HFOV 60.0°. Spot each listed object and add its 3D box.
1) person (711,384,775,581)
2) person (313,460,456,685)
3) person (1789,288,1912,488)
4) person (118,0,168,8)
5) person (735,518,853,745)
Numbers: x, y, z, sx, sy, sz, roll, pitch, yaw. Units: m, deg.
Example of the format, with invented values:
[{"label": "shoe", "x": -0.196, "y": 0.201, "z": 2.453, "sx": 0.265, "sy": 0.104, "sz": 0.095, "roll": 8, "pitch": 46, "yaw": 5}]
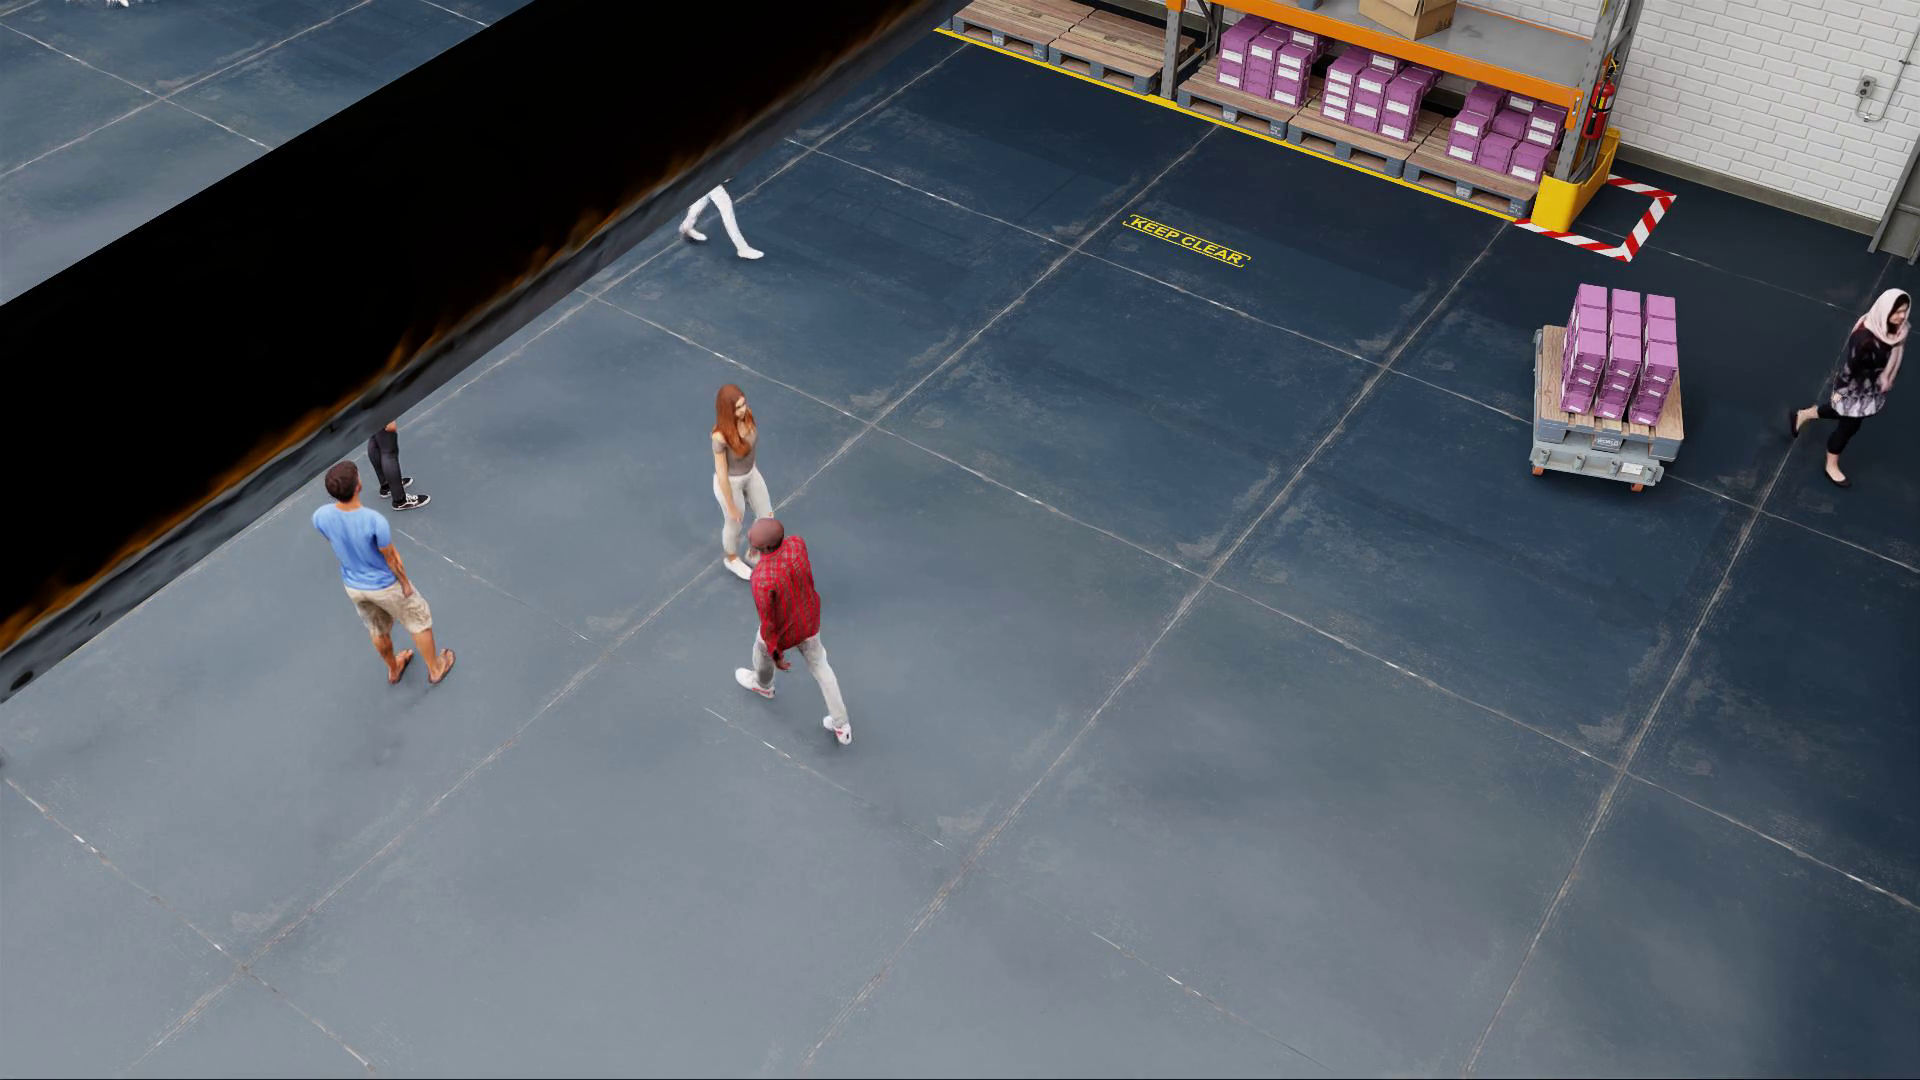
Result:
[{"label": "person", "x": -1.578, "y": -0.410, "z": 11.317, "sx": 0.648, "sy": 1.707, "sz": 0.651, "roll": 22, "pitch": 48, "yaw": 21}, {"label": "person", "x": -3.723, "y": 0.277, "z": 10.486, "sx": 0.748, "sy": 1.859, "sz": 0.847, "roll": 6, "pitch": 44, "yaw": 6}, {"label": "person", "x": 6.538, "y": -1.190, "z": 12.199, "sx": 0.829, "sy": 1.619, "sz": 1.011, "roll": -24, "pitch": 48, "yaw": -23}, {"label": "person", "x": -8.991, "y": -6.345, "z": 17.868, "sx": 0.845, "sy": 1.265, "sz": 0.752, "roll": -2, "pitch": 44, "yaw": -2}, {"label": "person", "x": -0.978, "y": 0.563, "z": 10.246, "sx": 1.263, "sy": 1.776, "sz": 0.802, "roll": 33, "pitch": 52, "yaw": 30}]
